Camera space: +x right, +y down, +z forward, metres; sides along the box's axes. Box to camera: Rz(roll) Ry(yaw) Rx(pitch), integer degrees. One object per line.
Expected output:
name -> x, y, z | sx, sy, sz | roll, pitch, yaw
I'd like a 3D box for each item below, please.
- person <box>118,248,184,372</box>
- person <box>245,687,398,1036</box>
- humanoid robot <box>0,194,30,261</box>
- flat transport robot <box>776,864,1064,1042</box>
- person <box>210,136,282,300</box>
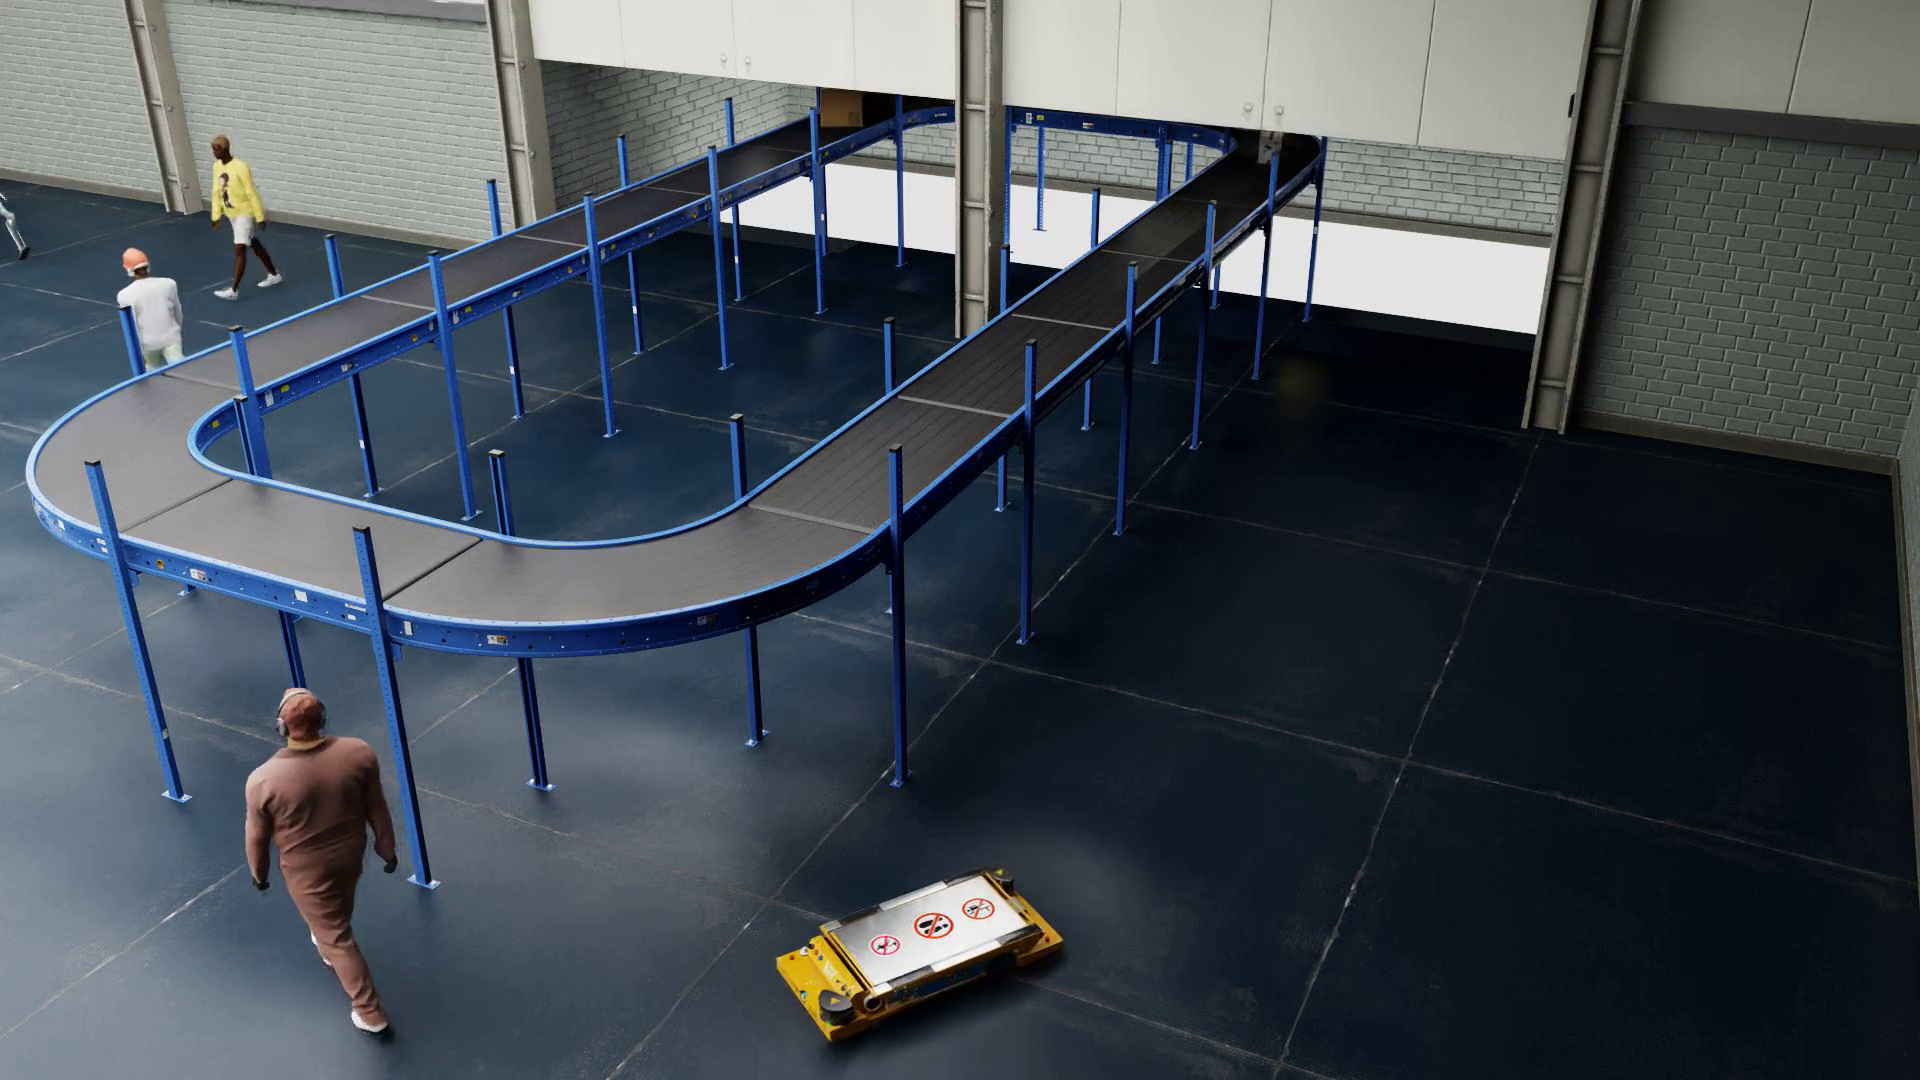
person -> -7.596, -1.929, 15.747 | 0.562, 1.703, 0.912 | -21, 33, -36
person -> -3.249, 1.601, 8.475 | 0.667, 1.850, 1.022 | -24, 35, -39
humanoid robot -> -11.954, -4.279, 20.467 | 0.984, 1.760, 0.550 | 10, 28, 20
flat transport robot -> -0.211, 2.210, 9.022 | 1.431, 0.231, 0.659 | -15, 30, -27
person -> -8.396, -3.747, 19.255 | 0.569, 1.839, 1.037 | 14, 30, 26
